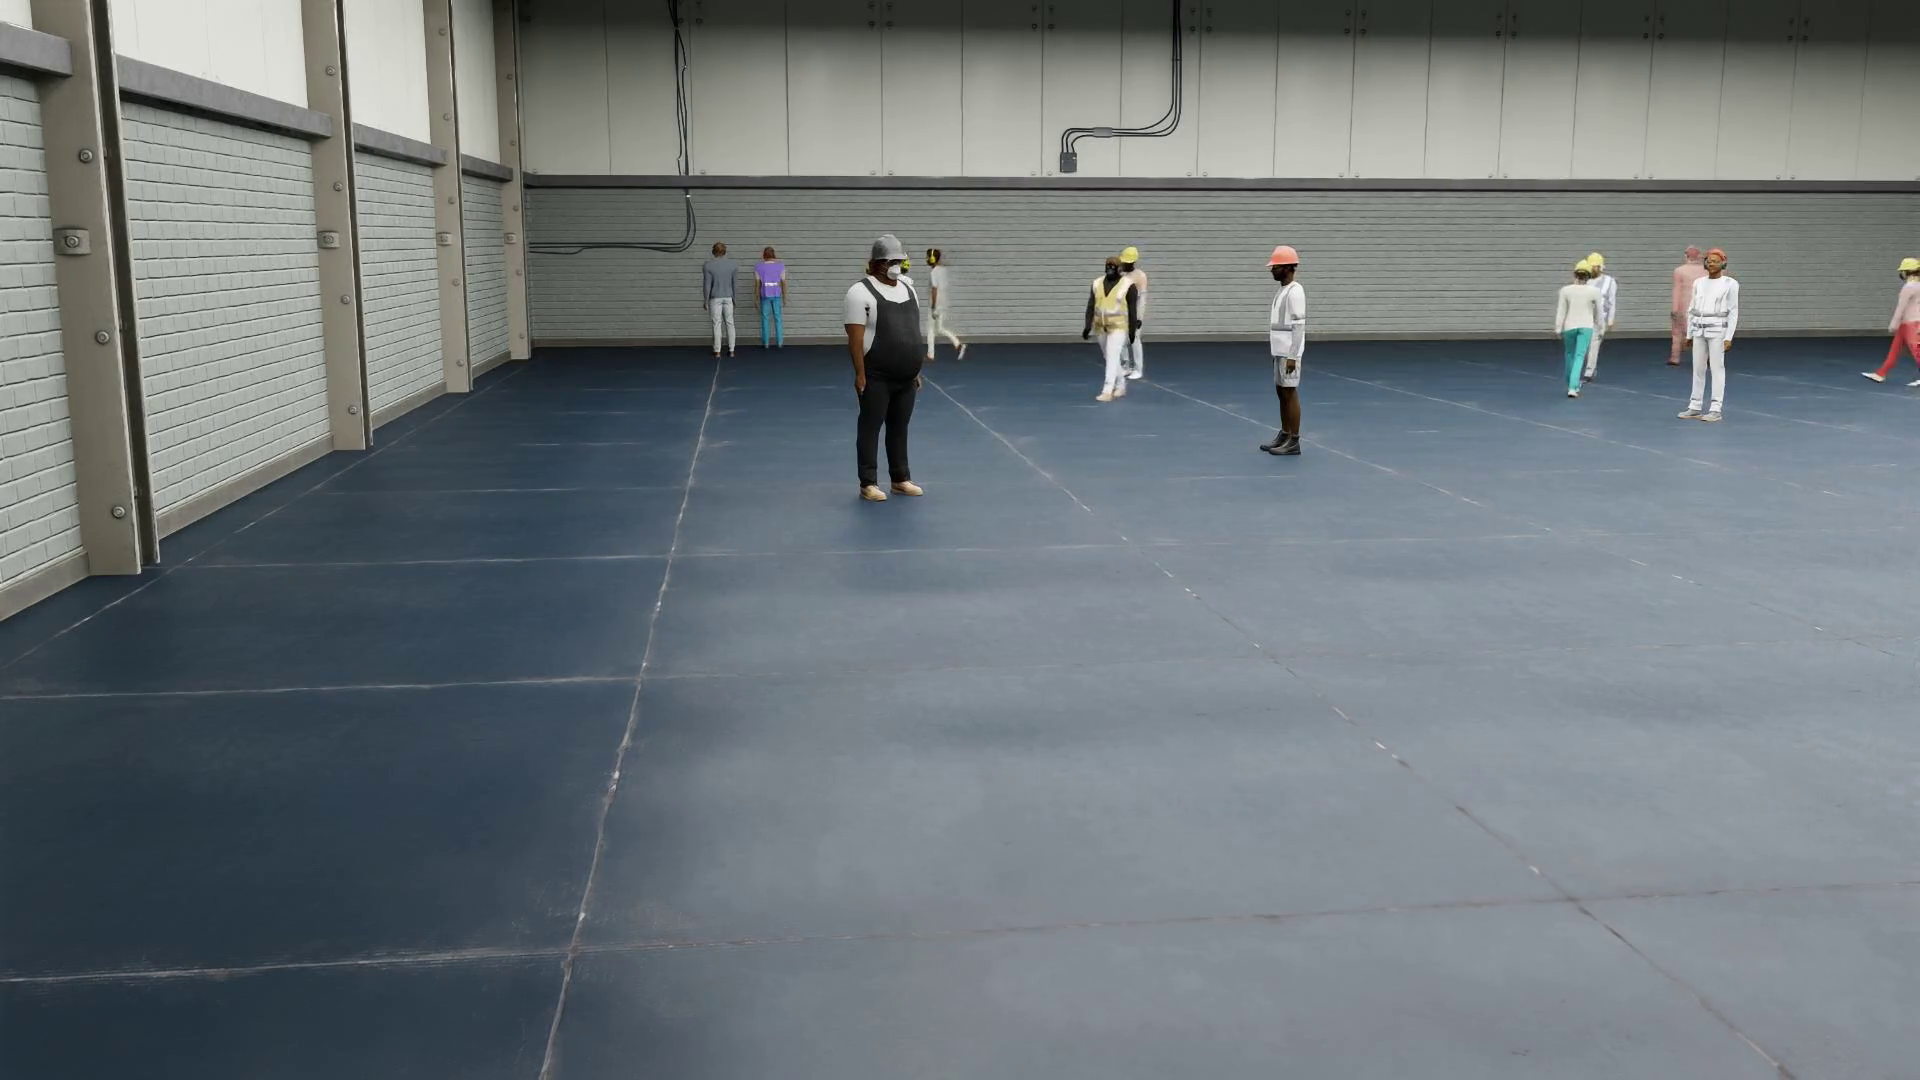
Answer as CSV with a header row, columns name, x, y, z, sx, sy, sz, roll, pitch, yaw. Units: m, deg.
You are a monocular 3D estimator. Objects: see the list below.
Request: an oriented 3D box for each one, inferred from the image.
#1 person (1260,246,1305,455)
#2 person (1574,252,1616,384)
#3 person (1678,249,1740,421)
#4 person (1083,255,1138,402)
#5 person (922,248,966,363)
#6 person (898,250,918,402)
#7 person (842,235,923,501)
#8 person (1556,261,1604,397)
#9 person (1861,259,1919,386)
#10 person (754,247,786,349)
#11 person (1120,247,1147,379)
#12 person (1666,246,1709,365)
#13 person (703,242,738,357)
name,x,y,z,sx,sy,sz,roll,pitch,yaw
person,3.005,-1.755,15.478,0.373,1.934,0.551,-1,10,-4
person,8.828,-3.098,23.182,0.603,1.812,0.731,8,13,37
person,8.274,-2.255,18.367,0.344,1.882,0.584,-6,12,-28
person,1.914,-2.650,20.783,0.626,1.802,0.951,7,13,35
person,-0.304,-3.756,26.709,0.711,1.847,0.528,4,11,21
person,-0.735,-2.598,20.334,0.508,1.853,0.500,8,13,36
person,-0.531,-1.330,12.864,0.683,2.000,0.538,-10,14,-43
person,7.896,-2.686,21.171,0.543,1.712,0.909,7,12,33
person,12.872,-2.966,22.705,0.904,1.718,0.565,9,13,39
person,-3.426,-4.372,30.085,0.572,1.840,0.374,-3,11,-15
person,2.433,-3.210,23.605,0.585,1.876,0.608,-9,14,-41
person,11.414,-3.645,25.987,0.655,1.881,0.797,-1,10,-8
person,-4.045,-4.057,28.094,0.629,1.940,0.373,-6,12,-29
